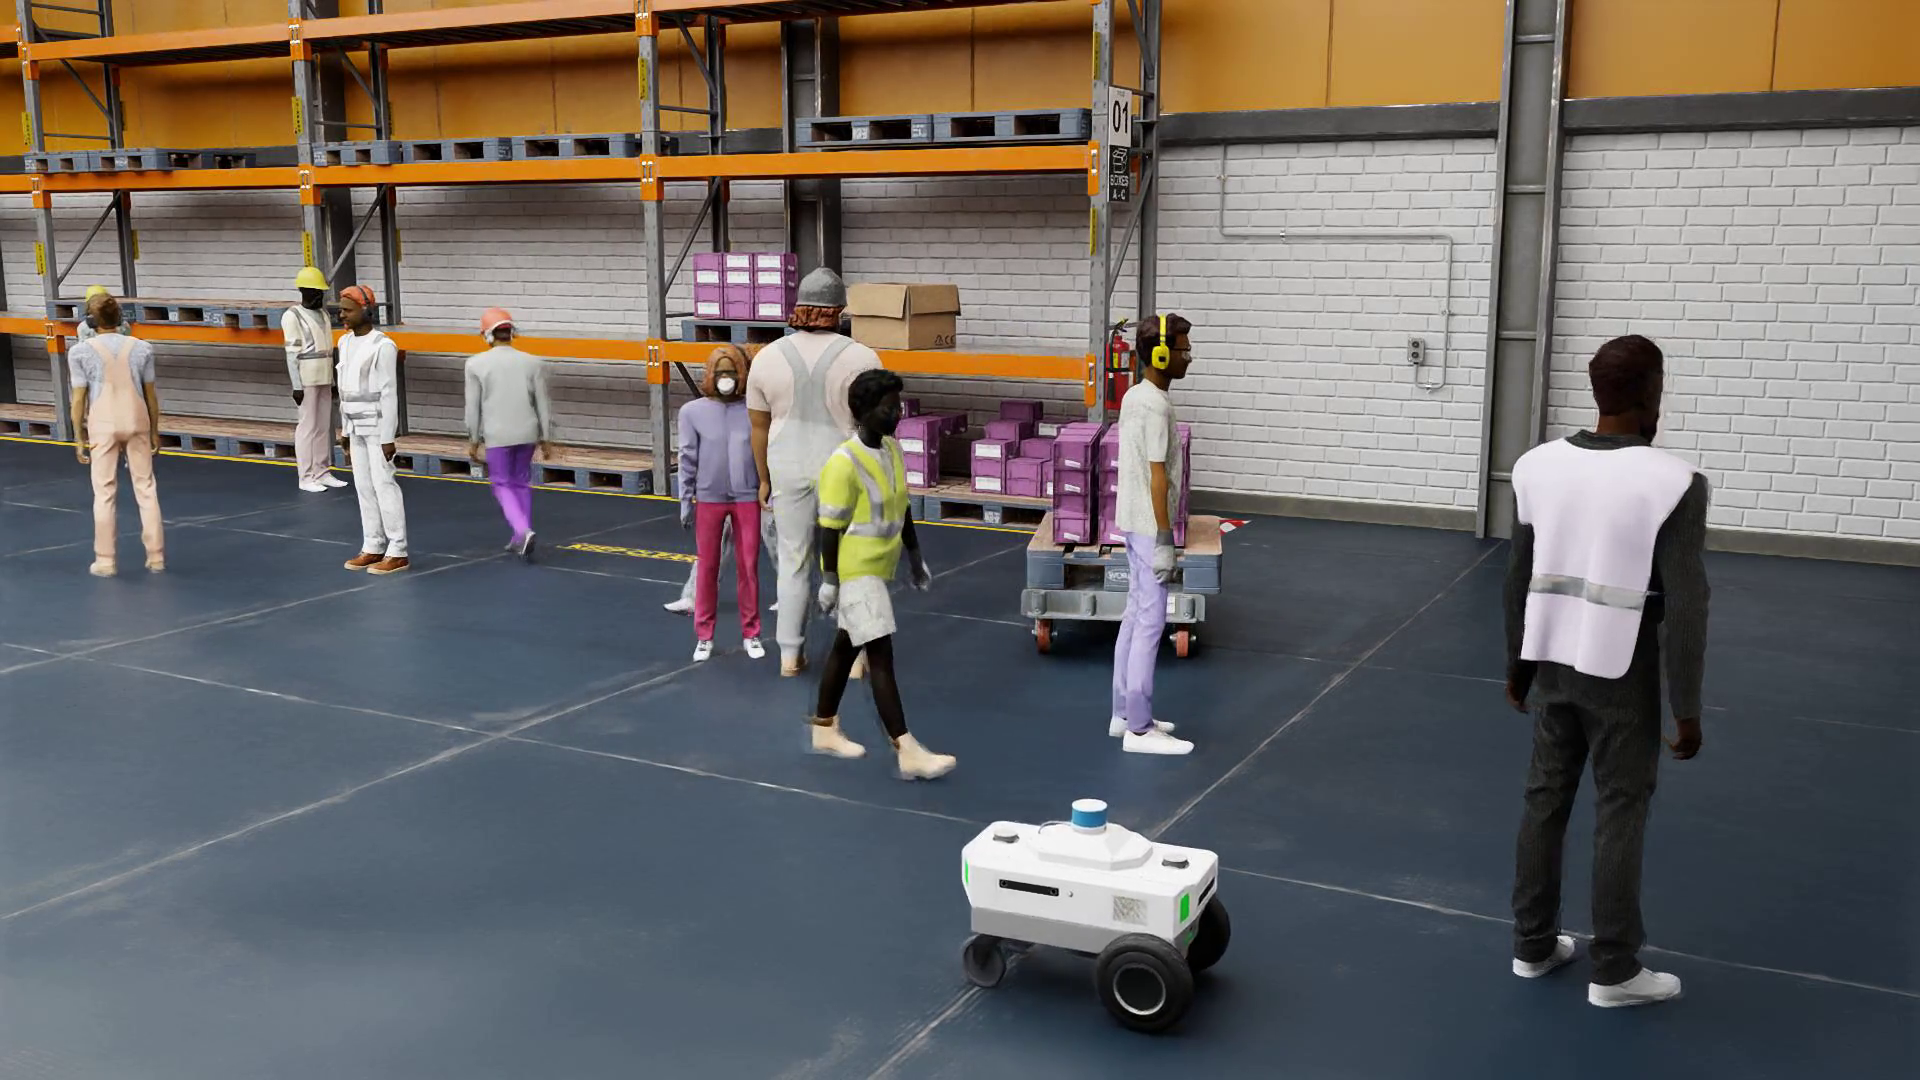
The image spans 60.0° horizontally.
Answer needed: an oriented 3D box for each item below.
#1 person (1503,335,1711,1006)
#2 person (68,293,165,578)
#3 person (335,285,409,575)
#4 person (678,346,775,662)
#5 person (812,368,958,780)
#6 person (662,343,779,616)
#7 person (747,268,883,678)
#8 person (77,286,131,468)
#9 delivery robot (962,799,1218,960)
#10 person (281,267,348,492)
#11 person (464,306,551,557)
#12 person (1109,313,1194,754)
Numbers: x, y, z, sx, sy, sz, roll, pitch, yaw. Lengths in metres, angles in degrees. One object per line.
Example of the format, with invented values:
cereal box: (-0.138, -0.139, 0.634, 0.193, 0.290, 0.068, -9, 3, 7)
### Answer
person: (1.828, 0.375, 4.778, 0.385, 1.908, 0.625, -7, 13, -35)
person: (-5.458, -0.677, 10.781, 0.503, 1.830, 0.381, -8, 13, -37)
person: (-3.845, -0.712, 10.844, 0.569, 1.878, 0.351, 9, 14, 41)
person: (-1.197, -0.183, 8.597, 0.507, 1.630, 0.268, -2, 11, -12)
person: (-0.307, 0.137, 6.778, 0.813, 1.658, 0.539, 4, 11, 20)
person: (-1.264, -0.335, 9.574, 0.866, 1.584, 0.499, -9, 14, -41)
person: (-0.680, -0.333, 8.297, 0.689, 2.000, 0.537, 1, 10, 8)
person: (-7.956, -1.496, 15.512, 0.305, 1.736, 0.484, 8, 13, 36)
delivery robot: (0.371, 0.997, 4.828, 0.707, 0.478, 0.477, 4, 11, 23)
person: (-5.564, -1.382, 14.361, 0.374, 1.923, 0.595, 2, 11, 12)
person: (-3.033, -0.715, 11.269, 0.584, 1.722, 0.631, -9, 14, -41)
person: (0.823, -0.028, 7.101, 0.309, 1.868, 0.534, -1, 10, -7)
